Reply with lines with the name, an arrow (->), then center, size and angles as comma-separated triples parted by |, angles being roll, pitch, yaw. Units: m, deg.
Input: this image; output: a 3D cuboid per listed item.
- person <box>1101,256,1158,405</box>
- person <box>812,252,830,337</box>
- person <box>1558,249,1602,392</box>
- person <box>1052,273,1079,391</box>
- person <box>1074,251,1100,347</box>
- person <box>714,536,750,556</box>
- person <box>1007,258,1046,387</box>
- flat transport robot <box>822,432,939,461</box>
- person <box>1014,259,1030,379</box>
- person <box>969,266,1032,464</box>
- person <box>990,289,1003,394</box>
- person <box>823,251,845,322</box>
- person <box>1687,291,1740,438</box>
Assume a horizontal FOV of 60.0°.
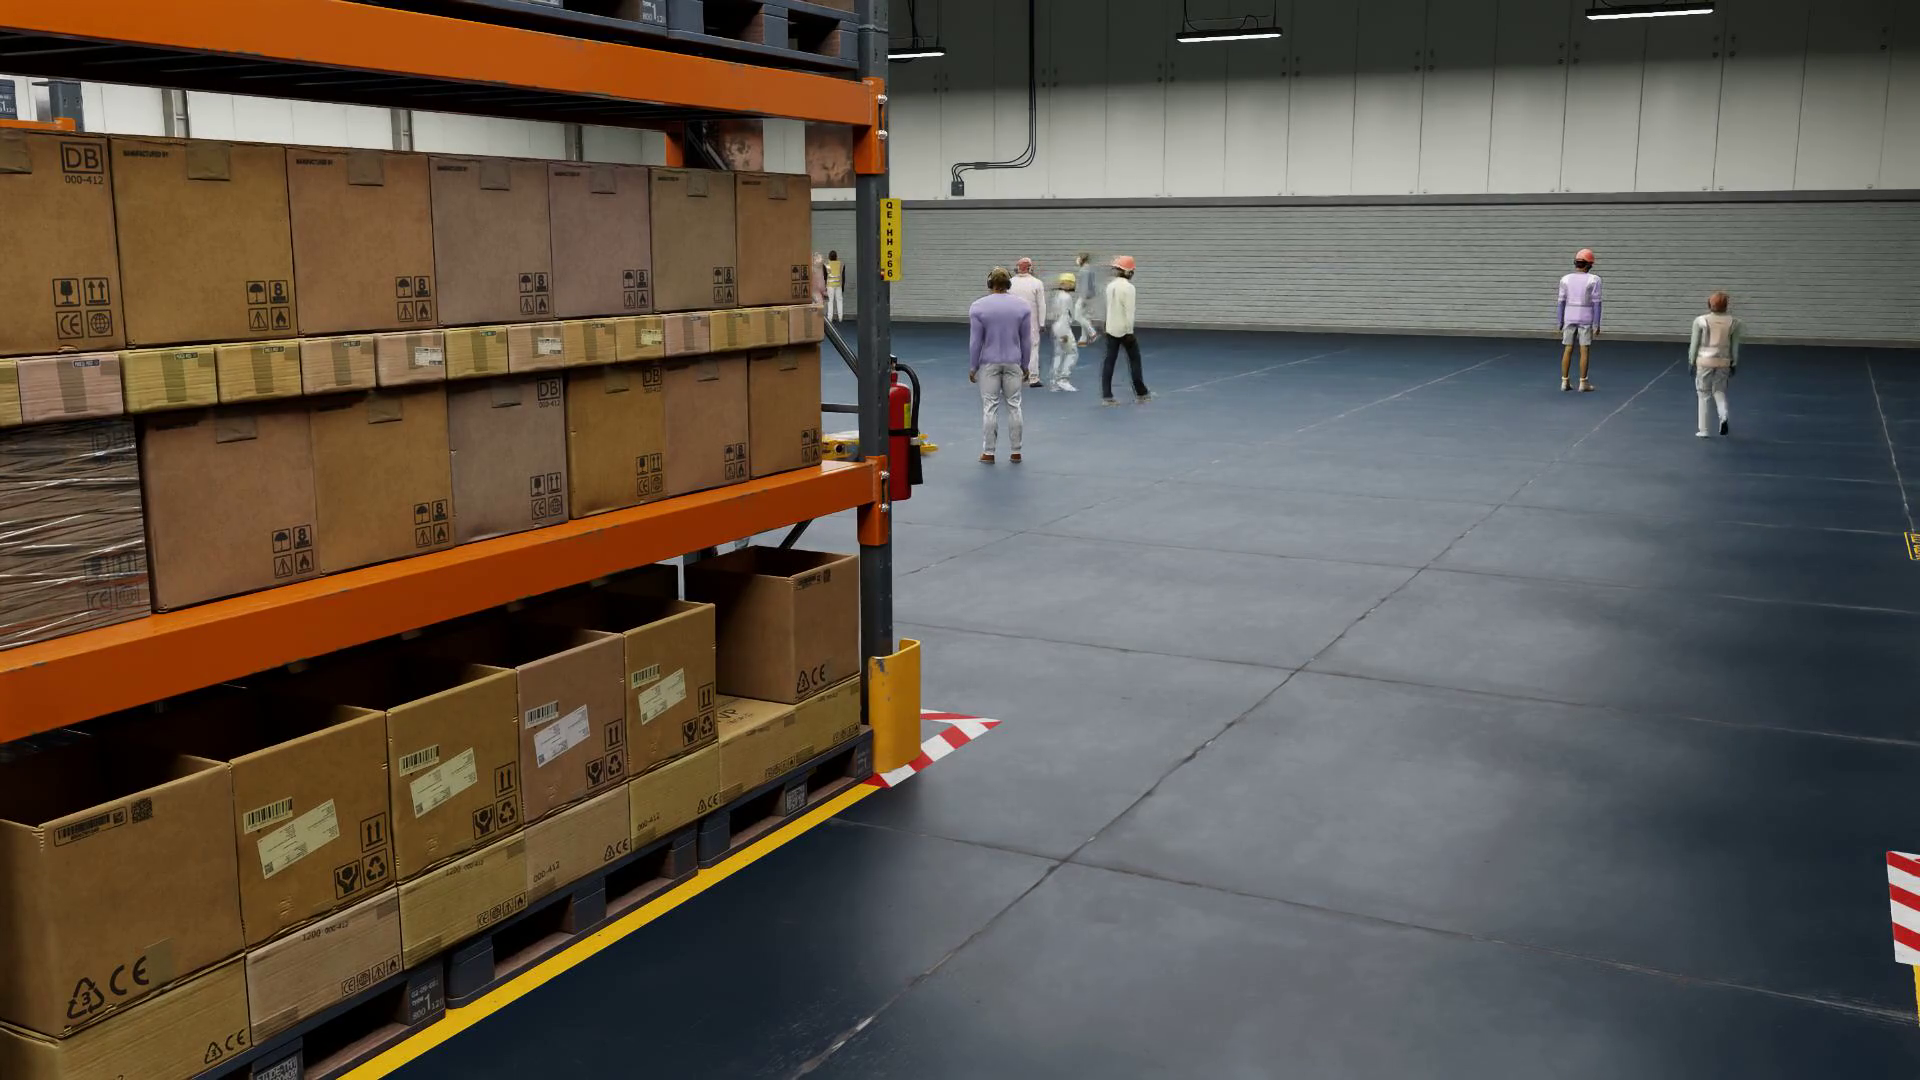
person -> 2.250, -2.782, 22.117 | 0.919, 1.958, 0.640 | -6, 12, -31
person -> -3.059, -5.414, 36.742 | 0.919, 1.870, 0.651 | 2, 10, 8
person -> 8.935, -3.160, 23.968 | 0.614, 2.041, 0.393 | 9, 14, 40
person -> 1.506, -2.982, 23.921 | 0.441, 1.701, 0.514 | -2, 11, -11
person -> 2.505, -4.839, 33.442 | 0.472, 1.927, 0.652 | 1, 10, 7
person -> -1.624, -0.644, 11.365 | 0.497, 1.633, 0.278 | 3, 11, 18
person -> 0.971, -3.211, 24.618 | 0.643, 1.909, 0.410 | 4, 11, 21
flat transport robot -> -0.989, -0.979, 16.909 | 1.431, 0.197, 0.652 | -7, 13, -34
person -> 0.962, -3.438, 25.967 | 0.578, 1.871, 0.438 | -7, 12, -33
person -> 0.392, -1.710, 16.348 | 0.627, 1.940, 0.371 | -2, 11, -10
person -> 0.517, -2.829, 23.239 | 0.527, 1.651, 0.879 | 6, 12, 31
person -> -3.289, -6.589, 43.219 | 0.620, 1.845, 0.429 | -4, 11, -23
person -> 8.336, -1.933, 18.424 | 0.516, 1.627, 0.377 | 0, 10, 1
